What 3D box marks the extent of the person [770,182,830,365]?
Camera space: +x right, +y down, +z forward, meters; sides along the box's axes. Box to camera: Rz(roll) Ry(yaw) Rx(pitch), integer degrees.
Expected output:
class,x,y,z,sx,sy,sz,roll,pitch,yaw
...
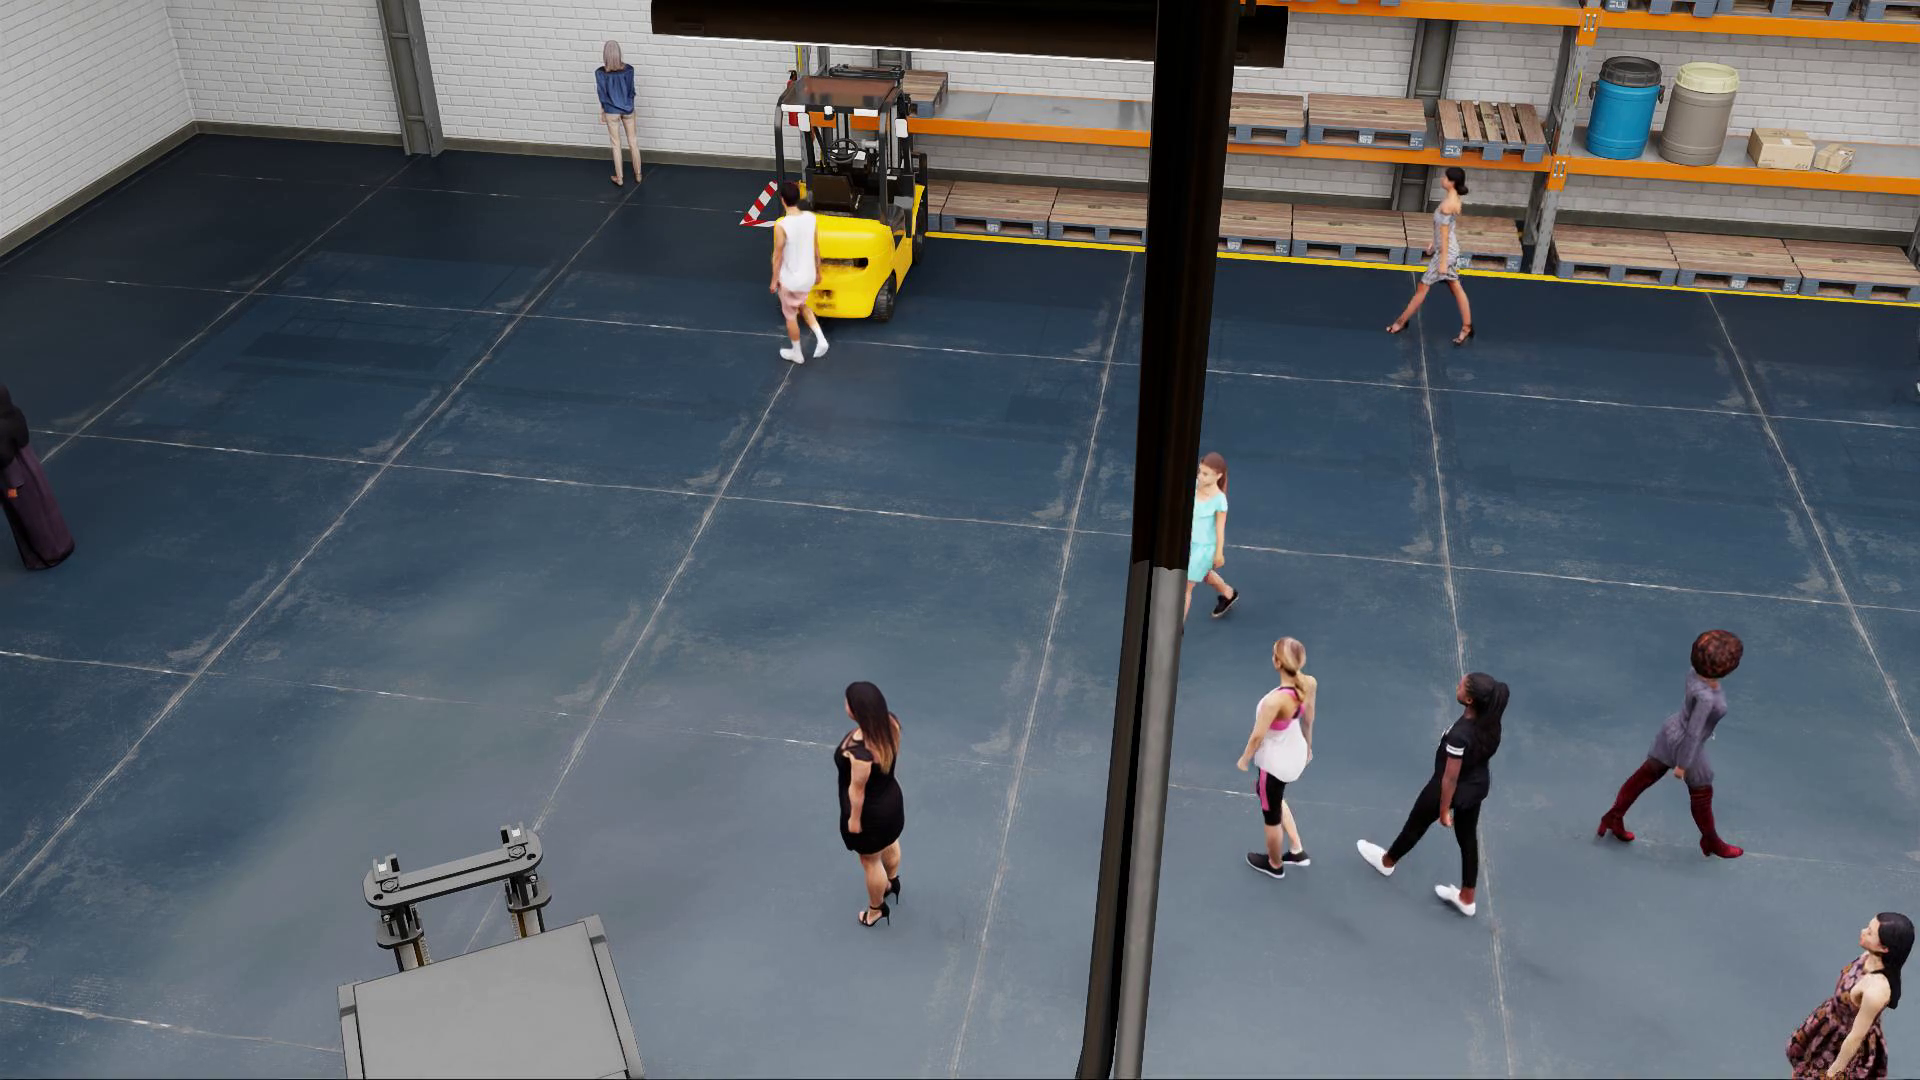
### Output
class,x,y,z,sx,sy,sz,roll,pitch,yaw
person,-1.472,-2.441,15.567,0.943,1.769,0.869,27,42,34

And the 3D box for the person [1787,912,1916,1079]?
class,x,y,z,sx,sy,sz,roll,pitch,yaw
person,4.390,2.509,8.129,1.021,1.758,0.810,17,37,24

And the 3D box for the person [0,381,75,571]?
class,x,y,z,sx,sy,sz,roll,pitch,yaw
person,-7.261,-0.533,12.837,0.684,1.614,0.680,-4,34,-6

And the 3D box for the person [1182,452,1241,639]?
class,x,y,z,sx,sy,sz,roll,pitch,yaw
person,1.802,0.020,12.082,1.100,1.528,0.963,-16,37,-23

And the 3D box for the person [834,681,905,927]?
class,x,y,z,sx,sy,sz,roll,pitch,yaw
person,-0.494,1.534,9.635,0.654,1.715,0.685,12,35,18

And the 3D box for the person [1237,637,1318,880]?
class,x,y,z,sx,sy,sz,roll,pitch,yaw
person,1.960,1.371,9.827,0.764,1.774,0.825,-28,43,-35

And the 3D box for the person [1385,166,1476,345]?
class,x,y,z,sx,sy,sz,roll,pitch,yaw
person,4.729,-2.661,15.900,1.141,1.767,0.799,15,36,21

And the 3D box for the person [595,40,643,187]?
class,x,y,z,sx,sy,sz,roll,pitch,yaw
person,-3.993,-5.019,19.510,0.687,1.697,0.770,-16,37,-22

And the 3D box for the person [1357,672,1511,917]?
class,x,y,z,sx,sy,sz,roll,pitch,yaw
person,2.969,1.496,9.706,1.005,1.699,1.099,-25,41,-33

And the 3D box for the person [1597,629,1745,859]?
class,x,y,z,sx,sy,sz,roll,pitch,yaw
person,4.302,1.248,10.106,1.066,1.670,0.631,7,34,10
